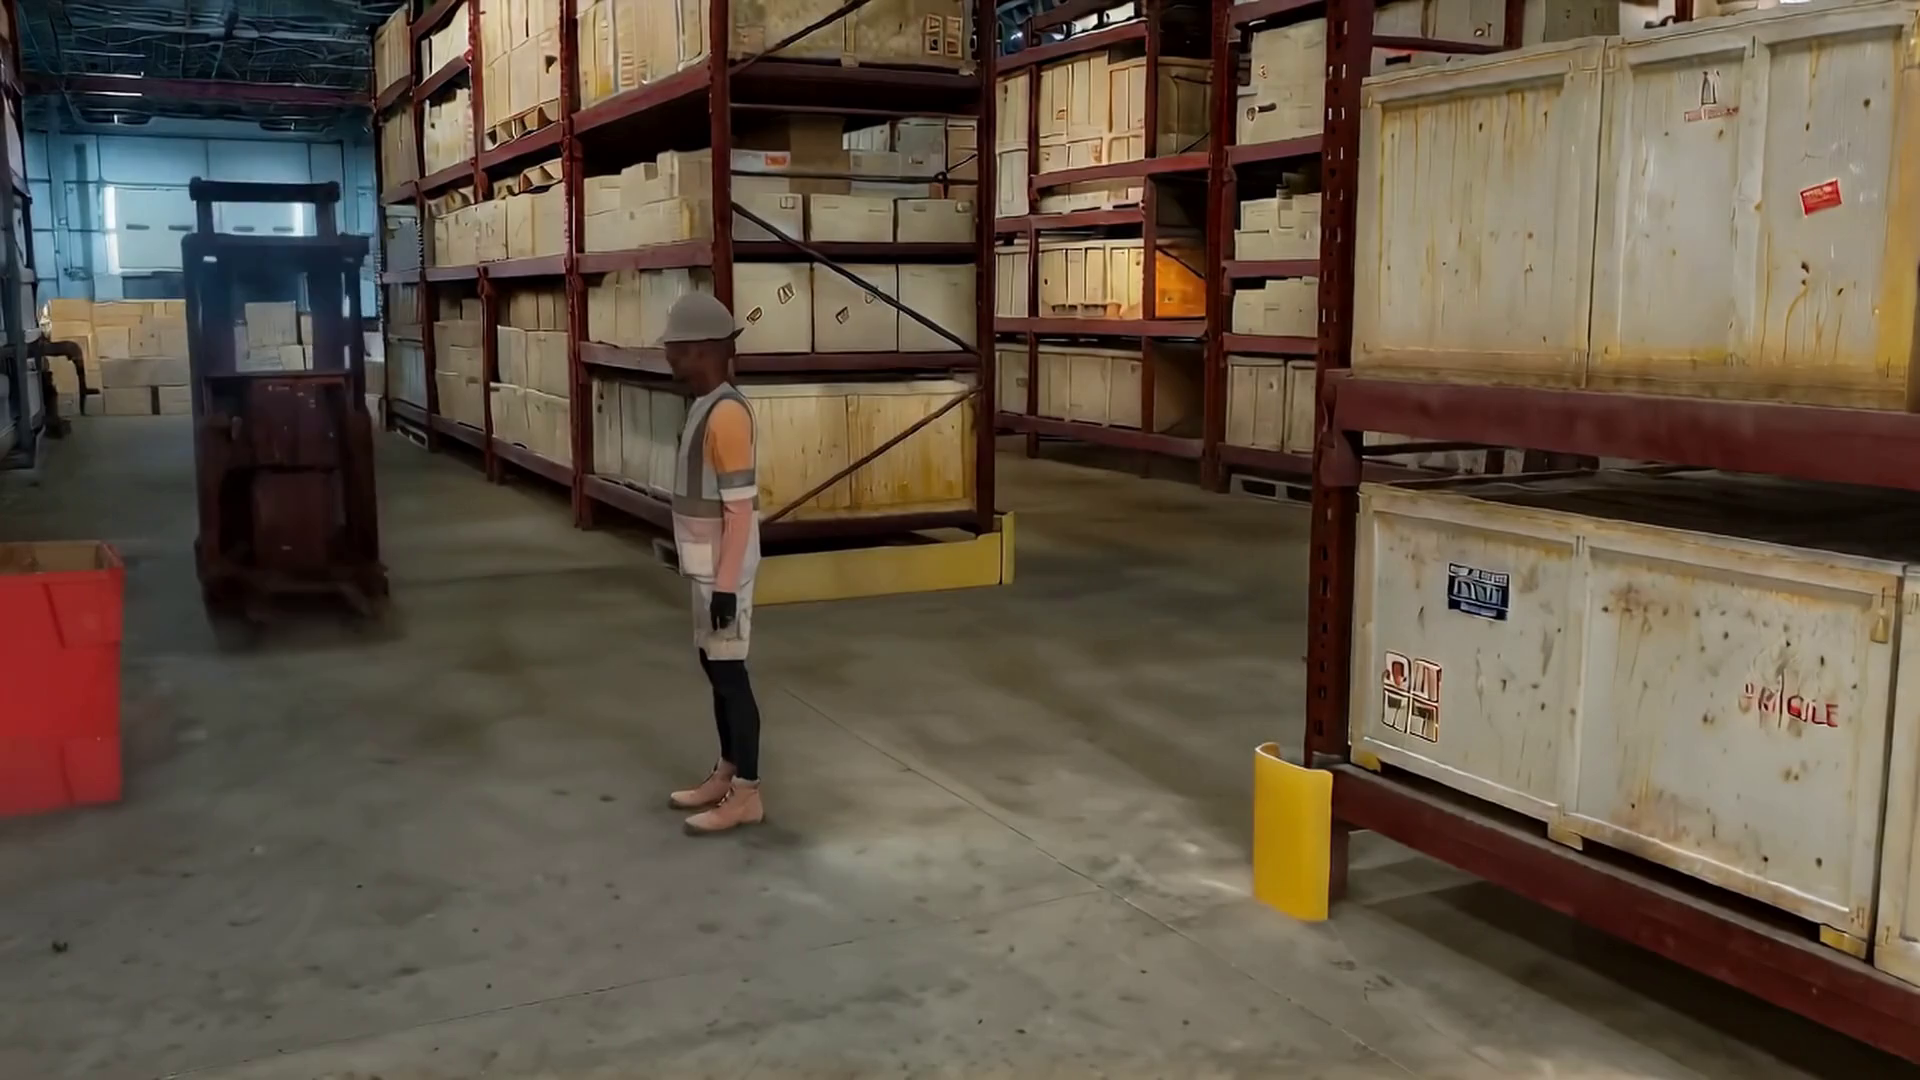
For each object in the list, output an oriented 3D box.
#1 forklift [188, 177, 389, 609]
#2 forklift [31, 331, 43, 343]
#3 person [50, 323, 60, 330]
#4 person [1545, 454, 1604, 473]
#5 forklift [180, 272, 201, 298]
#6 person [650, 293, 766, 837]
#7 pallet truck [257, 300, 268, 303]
[{"bbox_3d":[-4.733,-1.075,11.498,1.129,2.768,1.873,-4,9,-26],"label":"forklift"},{"bbox_3d":[-30.490,-7.251,54.090,1.129,2.768,1.873,-4,9,-26],"label":"forklift"},{"bbox_3d":[-26.866,-5.950,49.521,0.845,1.600,0.521,-7,11,-41],"label":"person"},{"bbox_3d":[2.661,0.034,7.494,0.718,1.826,0.569,4,9,23],"label":"person"},{"bbox_3d":[-23.404,-6.797,50.961,1.873,2.768,1.129,1,8,5],"label":"forklift"},{"bbox_3d":[-0.955,0.096,6.297,0.390,2.041,0.614,-3,9,-17],"label":"person"},{"bbox_3d":[-23.913,-7.404,58.171,1.885,1.965,0.823,-1,8,-9],"label":"pallet truck"}]
